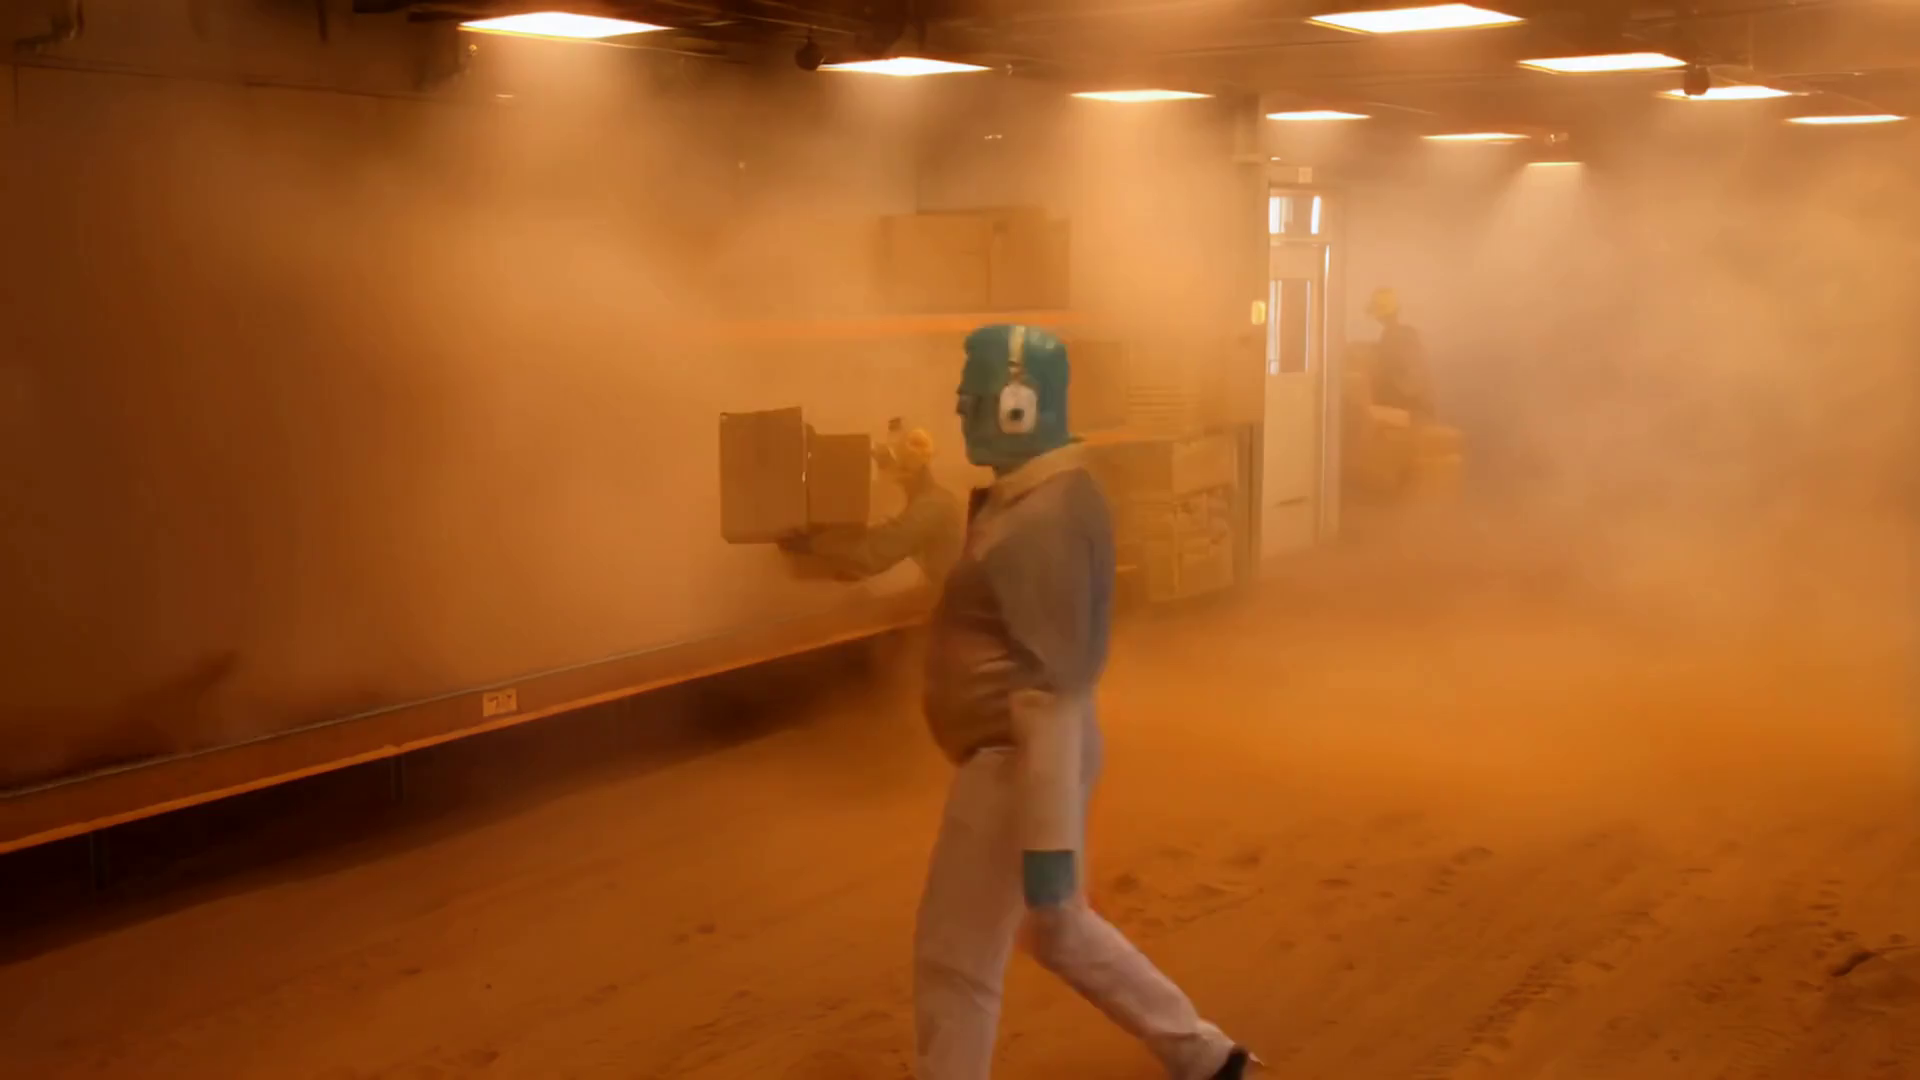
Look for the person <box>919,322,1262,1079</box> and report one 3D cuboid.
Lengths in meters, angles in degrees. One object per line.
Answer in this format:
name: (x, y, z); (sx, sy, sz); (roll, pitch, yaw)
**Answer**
person: (0.197, 0.482, 3.491); (0.855, 1.875, 0.648); (1, 10, 6)
